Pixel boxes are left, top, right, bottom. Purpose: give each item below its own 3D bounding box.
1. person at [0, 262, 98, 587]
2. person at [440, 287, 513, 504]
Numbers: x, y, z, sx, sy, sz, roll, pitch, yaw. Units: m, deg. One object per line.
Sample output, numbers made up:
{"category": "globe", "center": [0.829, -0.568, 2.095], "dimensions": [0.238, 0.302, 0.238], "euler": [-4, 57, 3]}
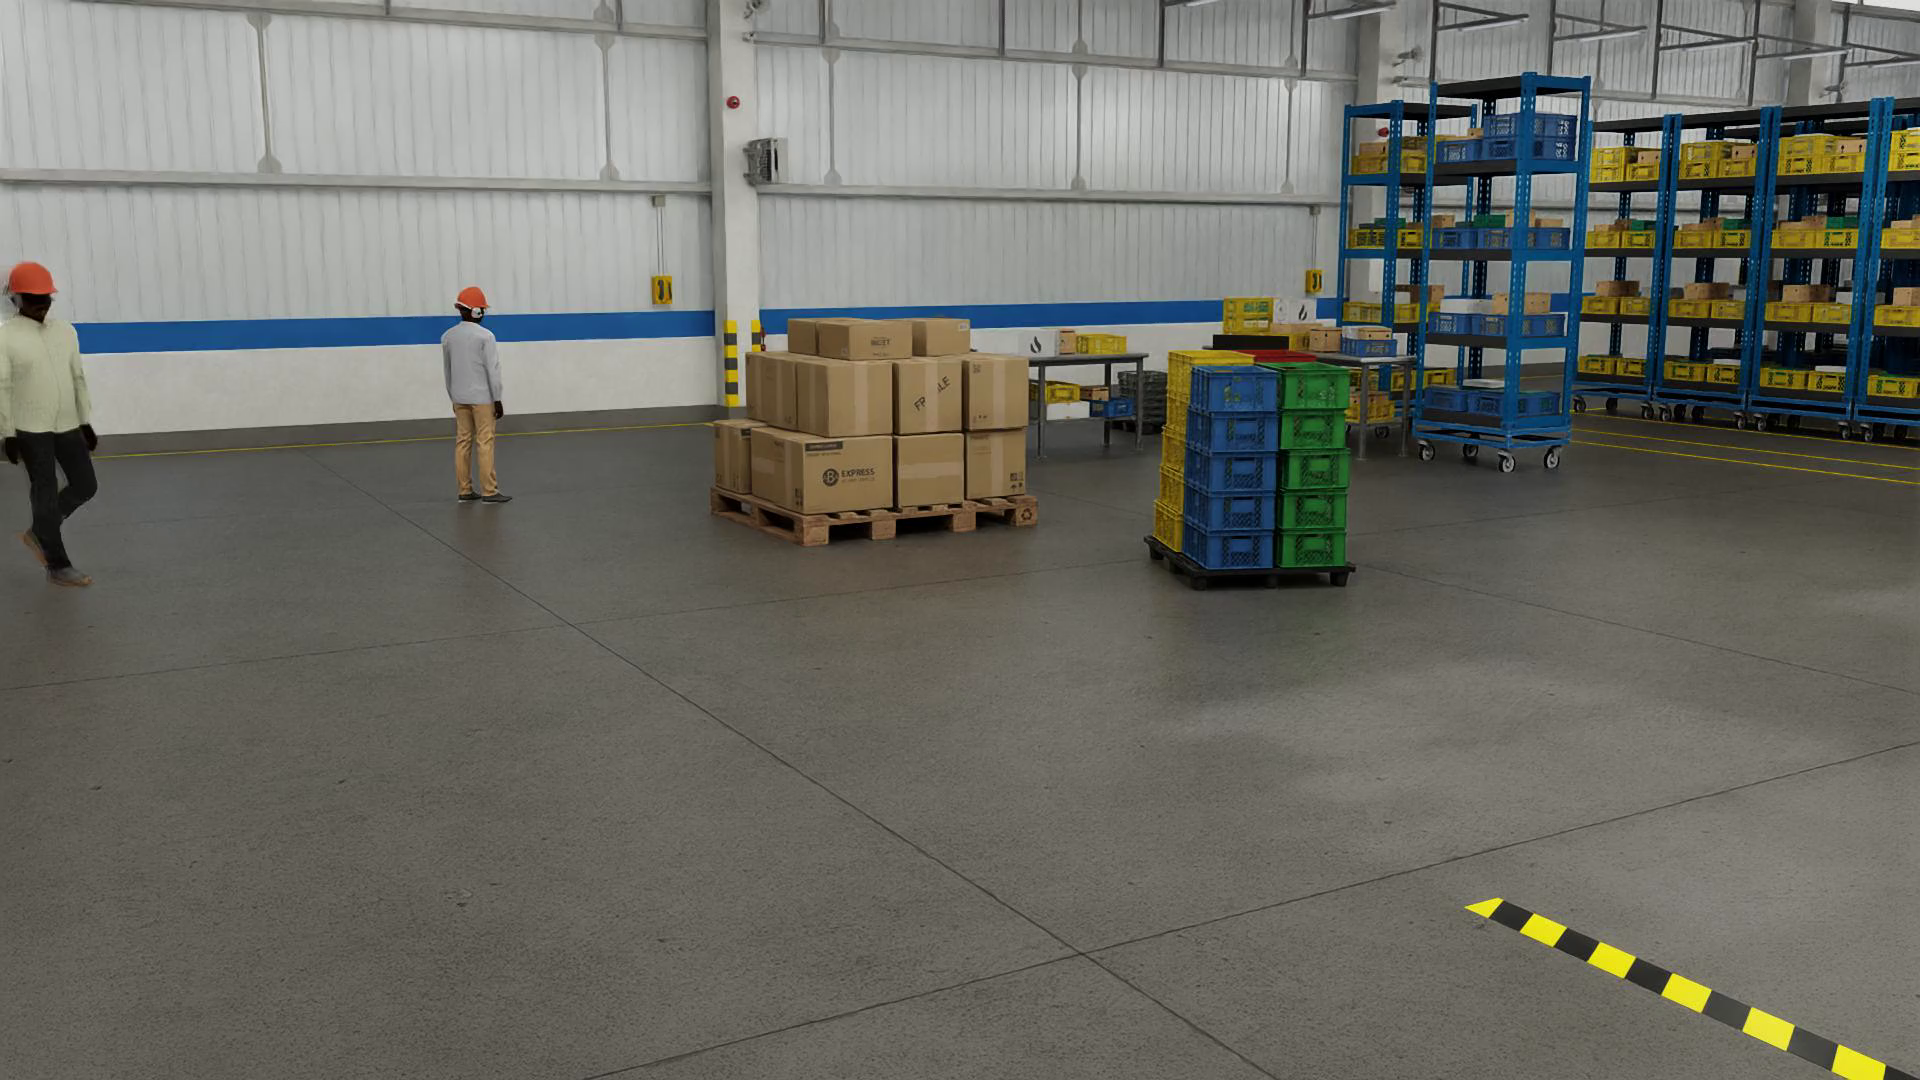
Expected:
{"category": "person", "center": [-5.629, -0.703, 10.188], "dimensions": [0.575, 1.981, 0.642], "euler": [4, 11, 22]}
{"category": "person", "center": [-3.913, -1.165, 13.458], "dimensions": [0.562, 1.752, 0.324], "euler": [5, 11, 27]}
